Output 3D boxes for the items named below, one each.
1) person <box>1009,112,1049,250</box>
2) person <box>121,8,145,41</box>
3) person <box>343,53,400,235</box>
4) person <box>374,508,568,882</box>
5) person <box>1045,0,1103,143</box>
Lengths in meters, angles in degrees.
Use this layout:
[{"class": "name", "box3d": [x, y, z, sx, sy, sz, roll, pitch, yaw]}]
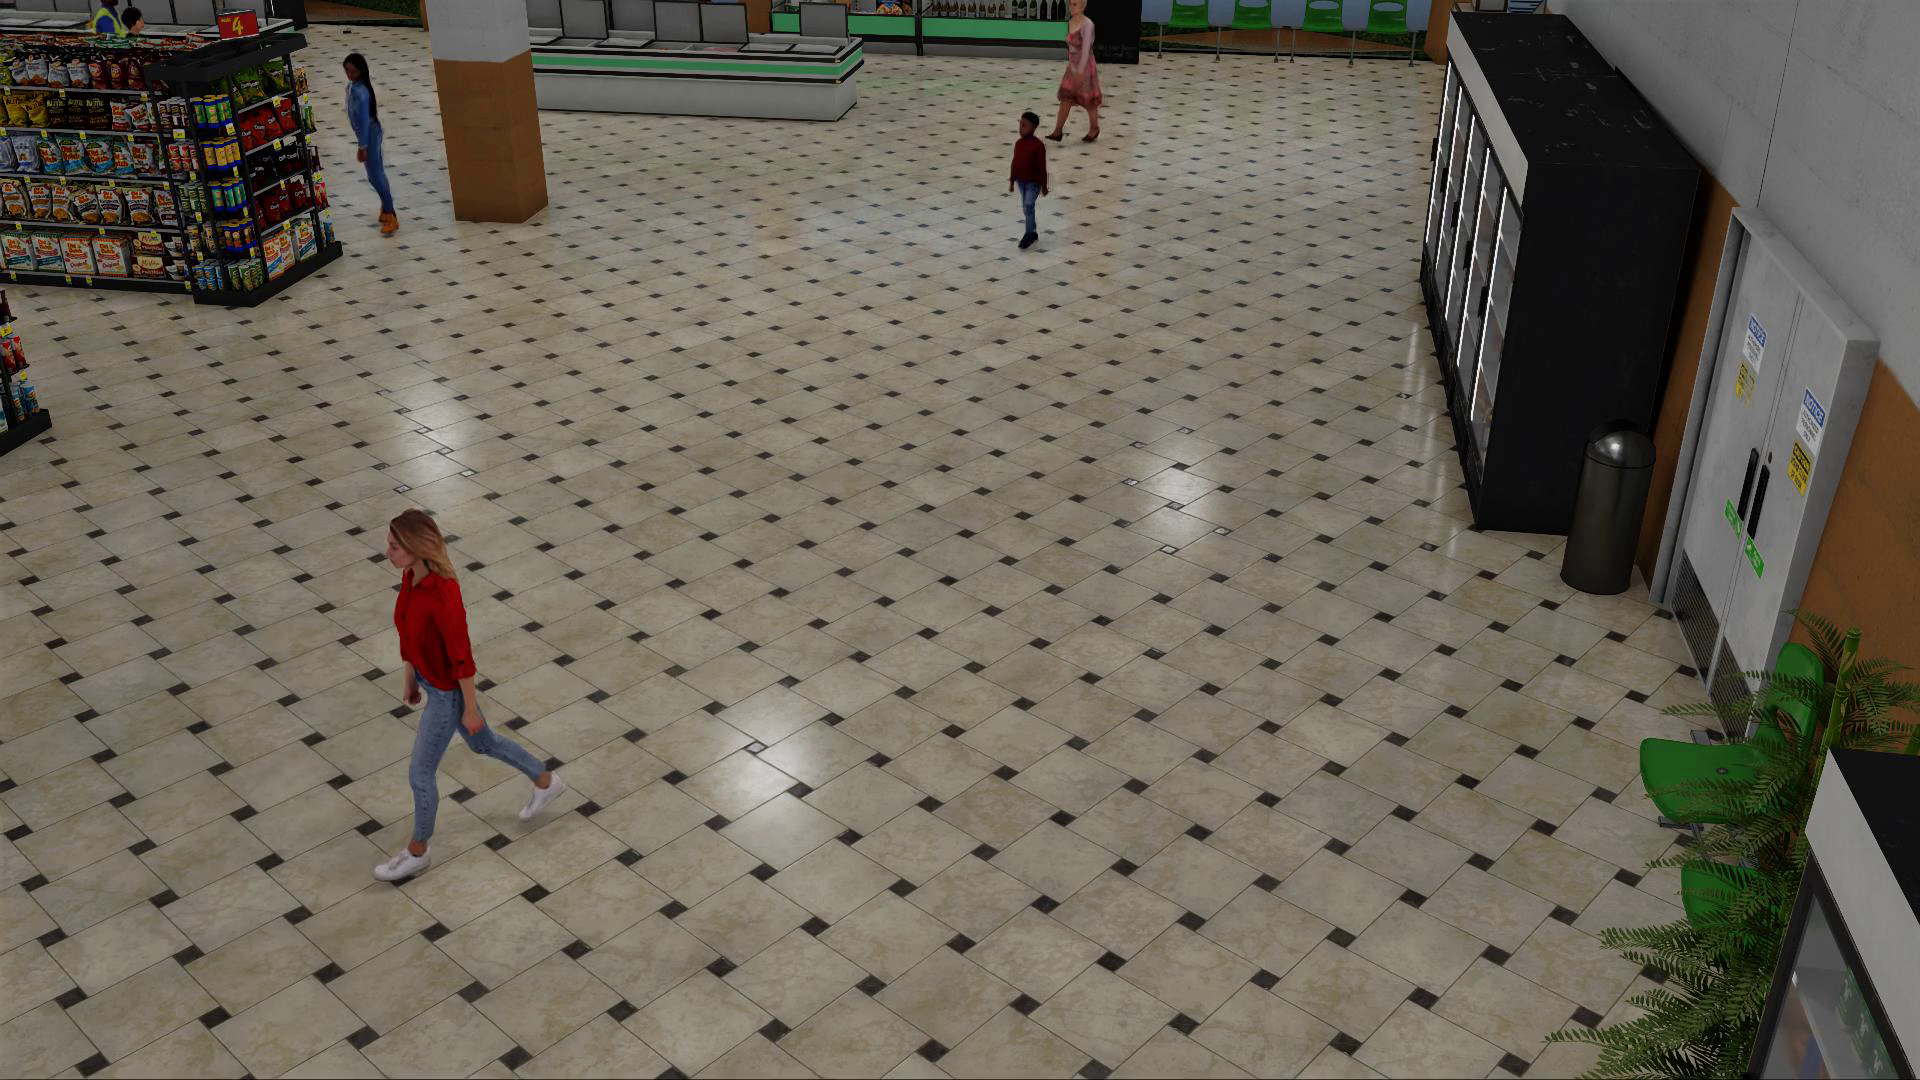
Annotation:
[{"class": "person", "box3d": [0.692, -3.364, 15.494, 0.733, 1.245, 0.676, -24, 35, -38]}, {"class": "person", "box3d": [-9.163, -5.063, 18.488, 1.097, 1.567, 0.823, -4, 27, -8]}, {"class": "person", "box3d": [-5.621, -3.822, 15.906, 0.763, 1.689, 0.818, -3, 27, -6]}, {"class": "person", "box3d": [-2.126, 0.635, 7.145, 1.172, 1.663, 1.130, -18, 32, -32]}, {"class": "person", "box3d": [1.446, -5.372, 18.998, 1.020, 1.656, 1.002, -22, 34, -36]}]
